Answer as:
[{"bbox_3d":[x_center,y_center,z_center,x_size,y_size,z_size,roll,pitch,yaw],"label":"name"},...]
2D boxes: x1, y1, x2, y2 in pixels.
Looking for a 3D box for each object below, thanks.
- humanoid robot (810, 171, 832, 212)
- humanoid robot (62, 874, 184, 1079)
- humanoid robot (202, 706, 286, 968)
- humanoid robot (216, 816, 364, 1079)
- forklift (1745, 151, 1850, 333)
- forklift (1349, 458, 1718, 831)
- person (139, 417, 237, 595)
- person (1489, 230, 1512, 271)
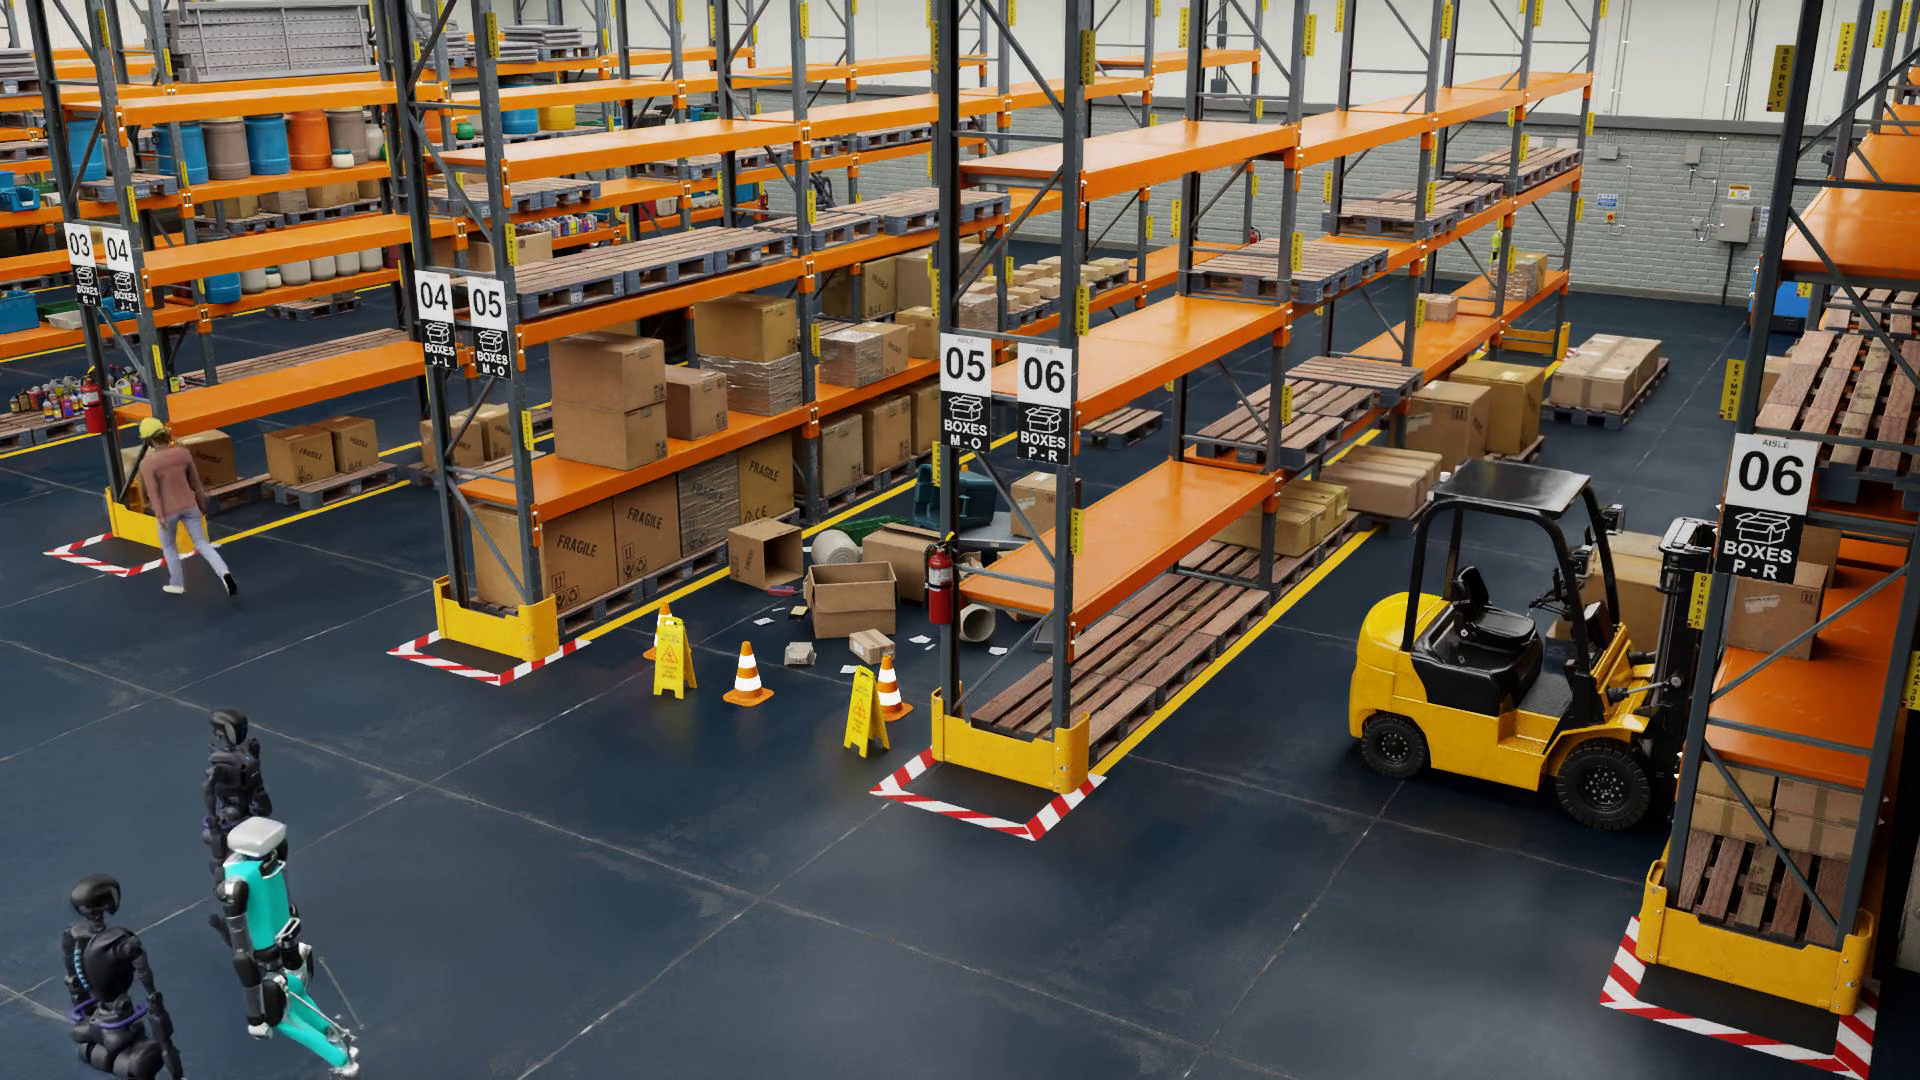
[{"bbox_3d":[-2.947,-7.013,34.756,0.607,1.659,0.405,-11,22,-29],"label":"humanoid robot"},{"bbox_3d":[-3.901,2.312,7.780,0.596,1.643,0.491,8,20,21],"label":"humanoid robot"},{"bbox_3d":[-4.193,1.708,9.532,0.525,1.635,0.609,2,19,7],"label":"humanoid robot"},{"bbox_3d":[-3.131,2.206,8.062,0.670,1.850,0.539,1,19,2],"label":"humanoid robot"},{"bbox_3d":[13.620,-4.667,26.137,1.873,2.768,1.129,11,22,29],"label":"forklift"},{"bbox_3d":[3.988,0.658,11.776,2.313,2.155,1.214,11,22,29],"label":"forklift"},{"bbox_3d":[-7.085,-0.269,15.178,0.813,1.718,0.542,12,22,31],"label":"person"},{"bbox_3d":[8.980,-4.575,27.654,0.316,1.695,0.541,16,24,38],"label":"person"}]
